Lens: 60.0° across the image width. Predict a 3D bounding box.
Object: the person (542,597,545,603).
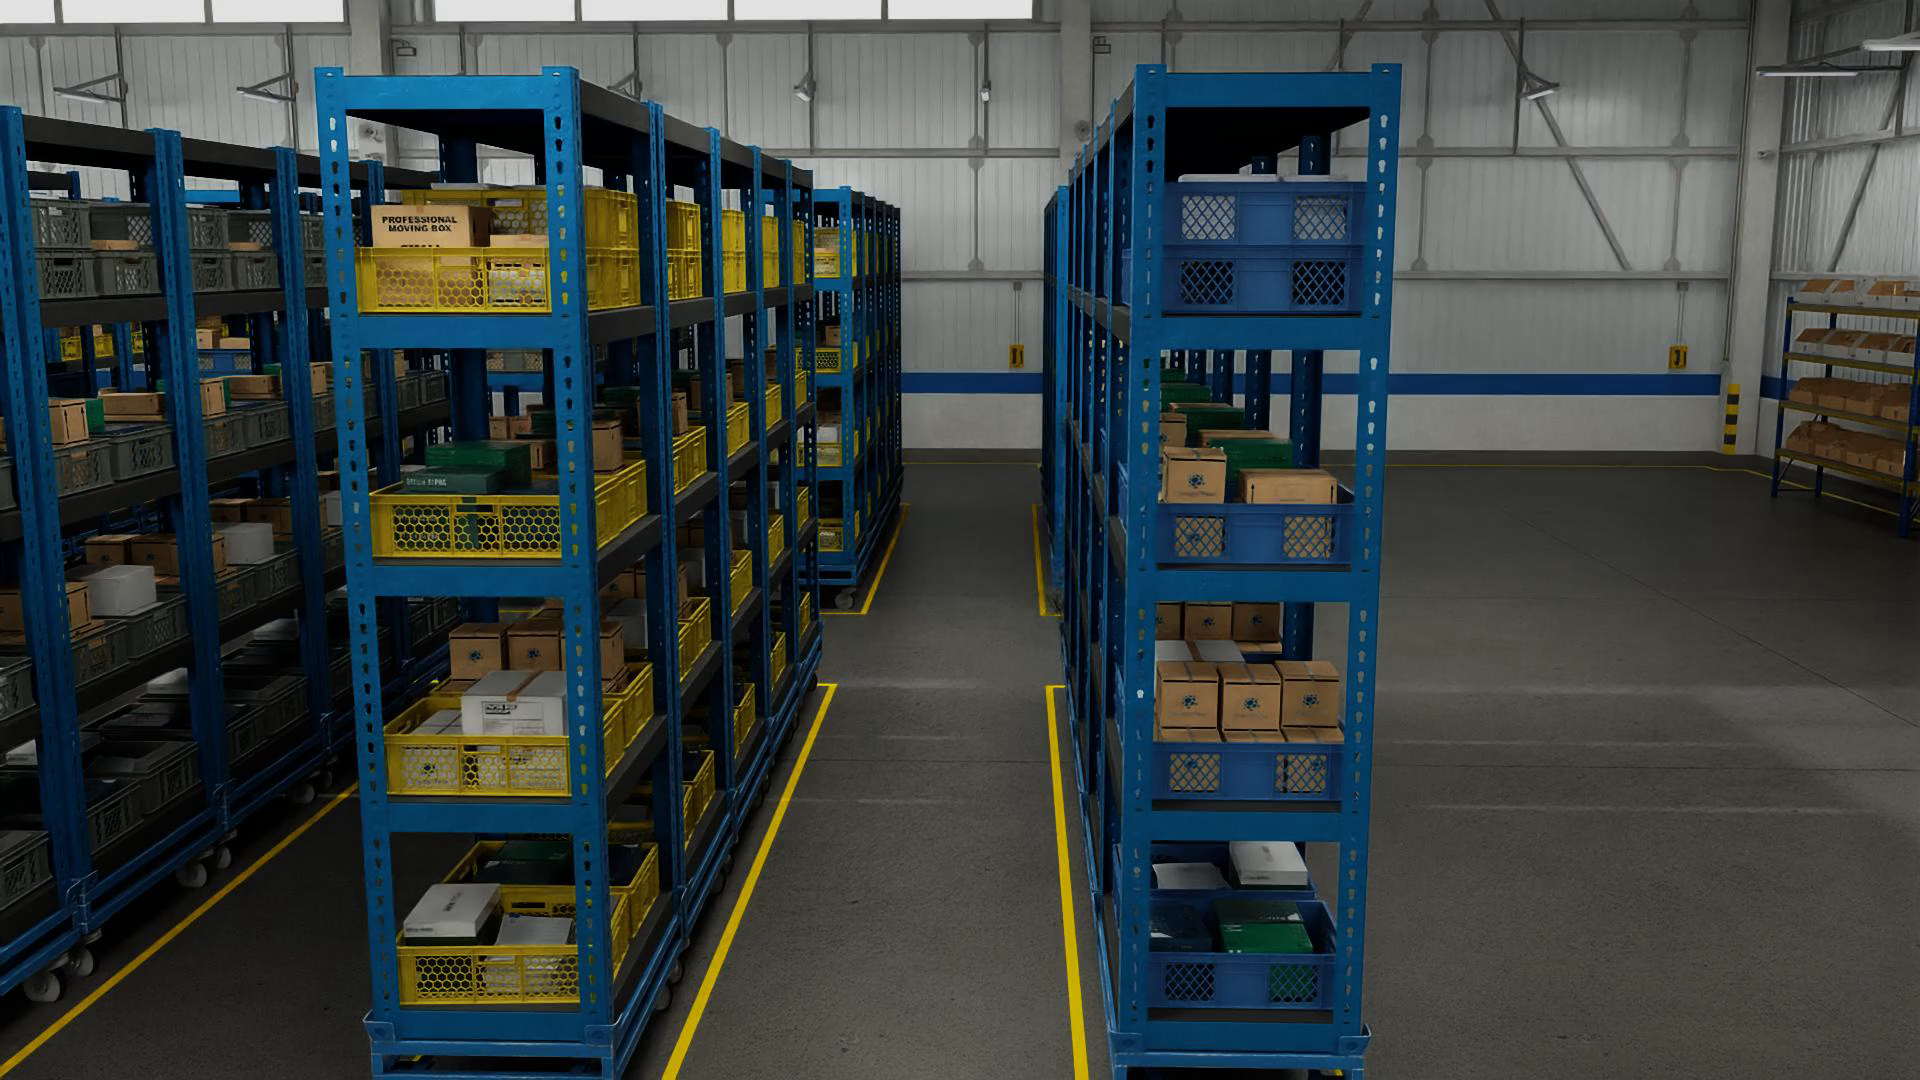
[{"bbox_3d":[-2.442,0.225,10.808,0.635,1.947,0.980,-1,10,-3],"label":"person"}]
